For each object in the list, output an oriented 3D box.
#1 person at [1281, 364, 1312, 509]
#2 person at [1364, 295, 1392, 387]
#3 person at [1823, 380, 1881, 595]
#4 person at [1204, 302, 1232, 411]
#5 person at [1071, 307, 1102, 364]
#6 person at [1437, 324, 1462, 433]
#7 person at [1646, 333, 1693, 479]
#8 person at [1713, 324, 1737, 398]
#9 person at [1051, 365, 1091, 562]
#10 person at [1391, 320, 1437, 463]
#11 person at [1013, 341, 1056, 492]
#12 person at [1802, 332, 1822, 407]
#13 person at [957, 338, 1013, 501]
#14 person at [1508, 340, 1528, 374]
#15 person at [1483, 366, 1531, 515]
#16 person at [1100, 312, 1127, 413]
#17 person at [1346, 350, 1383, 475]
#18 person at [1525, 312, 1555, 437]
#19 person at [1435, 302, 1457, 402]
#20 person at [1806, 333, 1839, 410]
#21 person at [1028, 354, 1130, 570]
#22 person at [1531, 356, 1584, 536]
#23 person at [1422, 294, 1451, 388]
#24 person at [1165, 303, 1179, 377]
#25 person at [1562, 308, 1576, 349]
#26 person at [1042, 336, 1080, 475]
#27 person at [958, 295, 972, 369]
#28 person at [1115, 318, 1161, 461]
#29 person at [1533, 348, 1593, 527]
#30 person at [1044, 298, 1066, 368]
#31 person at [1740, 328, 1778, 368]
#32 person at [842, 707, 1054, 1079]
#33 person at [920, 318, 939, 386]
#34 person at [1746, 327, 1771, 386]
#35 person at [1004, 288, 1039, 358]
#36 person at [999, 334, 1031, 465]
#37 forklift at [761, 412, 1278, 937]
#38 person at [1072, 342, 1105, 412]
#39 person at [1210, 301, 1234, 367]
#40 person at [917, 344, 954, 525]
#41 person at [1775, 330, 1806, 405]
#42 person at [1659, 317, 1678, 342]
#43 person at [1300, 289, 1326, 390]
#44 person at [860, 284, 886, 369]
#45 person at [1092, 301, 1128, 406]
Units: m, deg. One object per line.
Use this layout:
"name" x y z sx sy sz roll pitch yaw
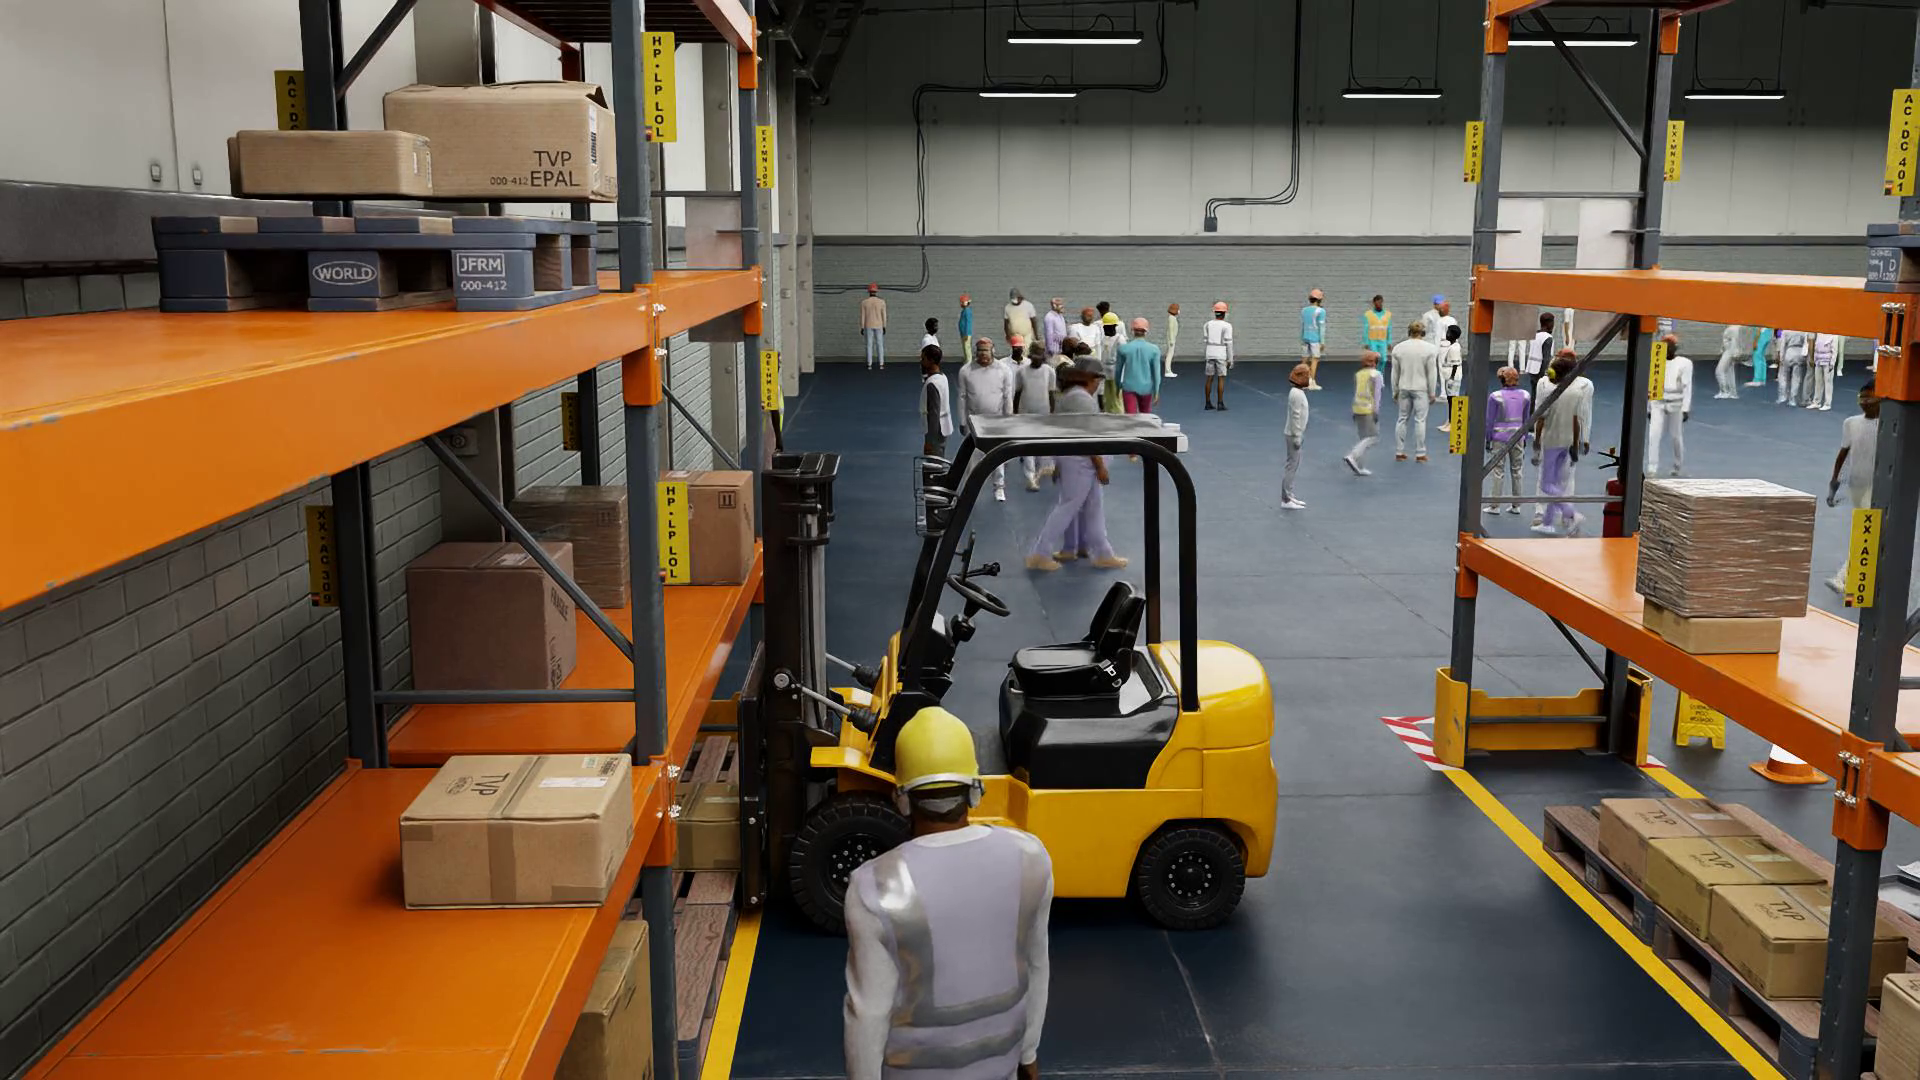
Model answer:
"person" 3.794 -1.166 18.721 0.283 1.625 0.496 3 11 16
"person" 8.596 -4.092 34.242 0.612 1.916 0.415 0 10 -1
"person" 7.628 -0.437 14.086 0.974 1.821 0.556 -6 12 -30
"person" 4.584 -3.256 29.528 0.539 1.929 0.391 7 12 33
"person" 2.176 -3.107 28.847 0.604 1.866 0.443 -4 11 -22
"person" 7.724 -2.537 26.154 0.318 1.696 0.536 2 10 9
"person" 8.952 -1.688 21.004 0.574 1.857 0.904 7 12 34
"person" 14.614 -3.551 31.736 0.561 1.723 0.478 4 11 20
"person" 1.048 -0.719 15.611 0.332 1.844 0.508 8 13 39
"person" 6.161 -2.016 22.611 0.628 1.932 0.366 8 13 36
"person" 0.896 -1.521 20.210 0.504 1.812 0.857 0 10 -2
"person" 15.423 -3.309 30.035 0.382 1.845 0.571 8 13 37
"person" 0.286 -1.382 19.180 0.639 1.899 0.395 1 10 4
"person" 12.654 -4.702 37.693 0.572 1.883 0.358 8 13 36
"person" 6.000 -1.084 18.248 0.514 1.634 0.313 -2 10 -11
"person" 2.299 -2.476 25.182 0.383 1.923 0.589 -5 11 -26
"person" 5.153 -1.614 21.225 0.483 1.611 0.535 -4 11 -22
"person" 8.922 -2.540 25.579 0.397 1.911 0.588 -1 10 -3
"person" 9.102 -3.525 31.190 0.595 1.873 0.379 -9 14 -42
"person" 15.397 -3.131 29.617 0.309 1.641 0.515 -2 10 -12
"person" 1.061 -0.729 15.119 0.930 2.000 0.673 0 10 2
"person" 6.065 -0.931 16.808 0.543 1.841 0.676 -4 11 -22
"person" 9.809 -4.130 34.395 0.617 1.925 0.742 -3 11 -15
"person" 4.718 -4.437 36.938 0.282 1.626 0.501 2 10 10
"person" 13.247 -4.394 36.084 0.346 1.847 0.507 7 12 35
"person" 1.406 -1.706 21.268 0.784 1.790 0.692 2 10 9
"person" 0.119 -4.825 38.737 0.329 1.751 0.571 -2 10 -8
"person" 2.452 -2.091 23.001 0.613 1.933 1.033 0 10 1
"person" 6.330 -1.077 17.504 0.575 1.883 0.362 3 11 18
"person" 1.866 -3.738 32.258 0.401 1.910 0.640 5 11 24
"person" 19.113 -4.943 39.549 0.877 1.695 0.499 2 10 10
"person" -0.047 1.327 4.258 0.592 1.828 0.404 -6 12 -30
"person" -0.518 -2.988 28.699 0.321 1.687 0.533 2 10 12
"person" 16.629 -4.108 34.522 0.523 1.834 0.339 -10 14 -43
"person" 1.321 -4.585 36.603 0.774 2.000 0.972 3 11 18
"person" 0.760 -1.893 22.393 0.563 1.755 0.321 -3 11 -15
"forklift" 0.291 0.548 7.580 2.313 2.155 1.214 0 10 -2
"person" 1.402 -1.332 18.996 0.507 1.863 0.326 4 11 22
"person" 6.110 -4.790 38.936 0.713 1.609 0.520 -9 14 -41
"person" -0.267 -1.103 17.547 0.391 1.920 0.593 1 10 4
"person" 15.273 -3.338 30.525 0.495 1.724 0.541 2 10 10
"person" 17.031 -5.079 40.019 0.435 1.807 0.668 -2 10 -14
"person" 7.150 -4.048 33.669 0.445 2.030 0.624 -6 12 -31
"person" -2.037 -5.012 39.104 0.613 1.995 0.391 -2 10 -9
"person" 2.705 -3.267 29.549 0.805 1.940 0.435 0 10 -3
